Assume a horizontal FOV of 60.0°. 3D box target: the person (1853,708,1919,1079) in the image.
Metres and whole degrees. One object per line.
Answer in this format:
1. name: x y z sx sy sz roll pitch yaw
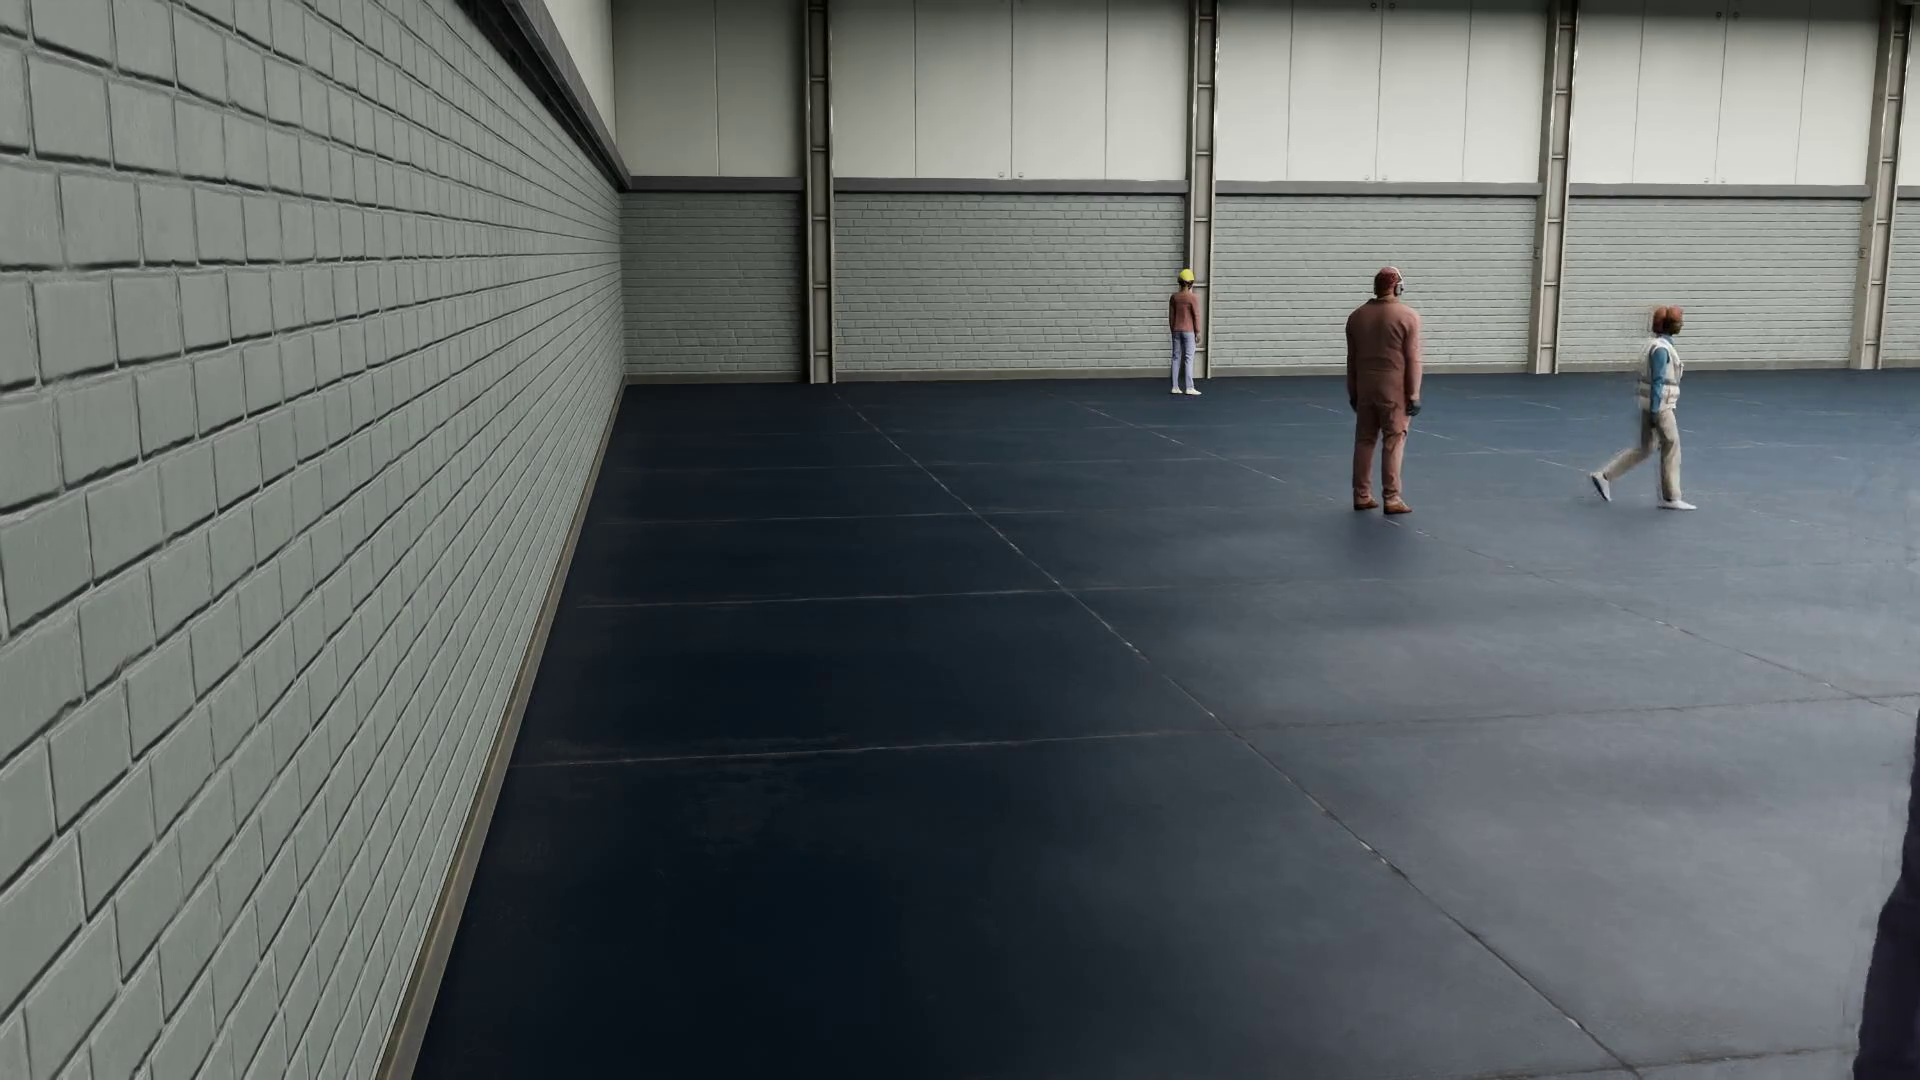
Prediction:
1. person: 2.404 0.481 3.542 0.905 1.868 0.679 0 10 0

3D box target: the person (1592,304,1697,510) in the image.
1. person: 5.430 -1.051 13.107 0.724 1.618 0.513 3 10 19

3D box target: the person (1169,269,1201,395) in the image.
1. person: 3.182 -2.929 23.487 0.308 1.772 0.525 -10 14 -44

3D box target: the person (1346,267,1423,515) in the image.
1. person: 3.292 -1.151 12.878 0.400 1.906 0.649 -9 13 -41
